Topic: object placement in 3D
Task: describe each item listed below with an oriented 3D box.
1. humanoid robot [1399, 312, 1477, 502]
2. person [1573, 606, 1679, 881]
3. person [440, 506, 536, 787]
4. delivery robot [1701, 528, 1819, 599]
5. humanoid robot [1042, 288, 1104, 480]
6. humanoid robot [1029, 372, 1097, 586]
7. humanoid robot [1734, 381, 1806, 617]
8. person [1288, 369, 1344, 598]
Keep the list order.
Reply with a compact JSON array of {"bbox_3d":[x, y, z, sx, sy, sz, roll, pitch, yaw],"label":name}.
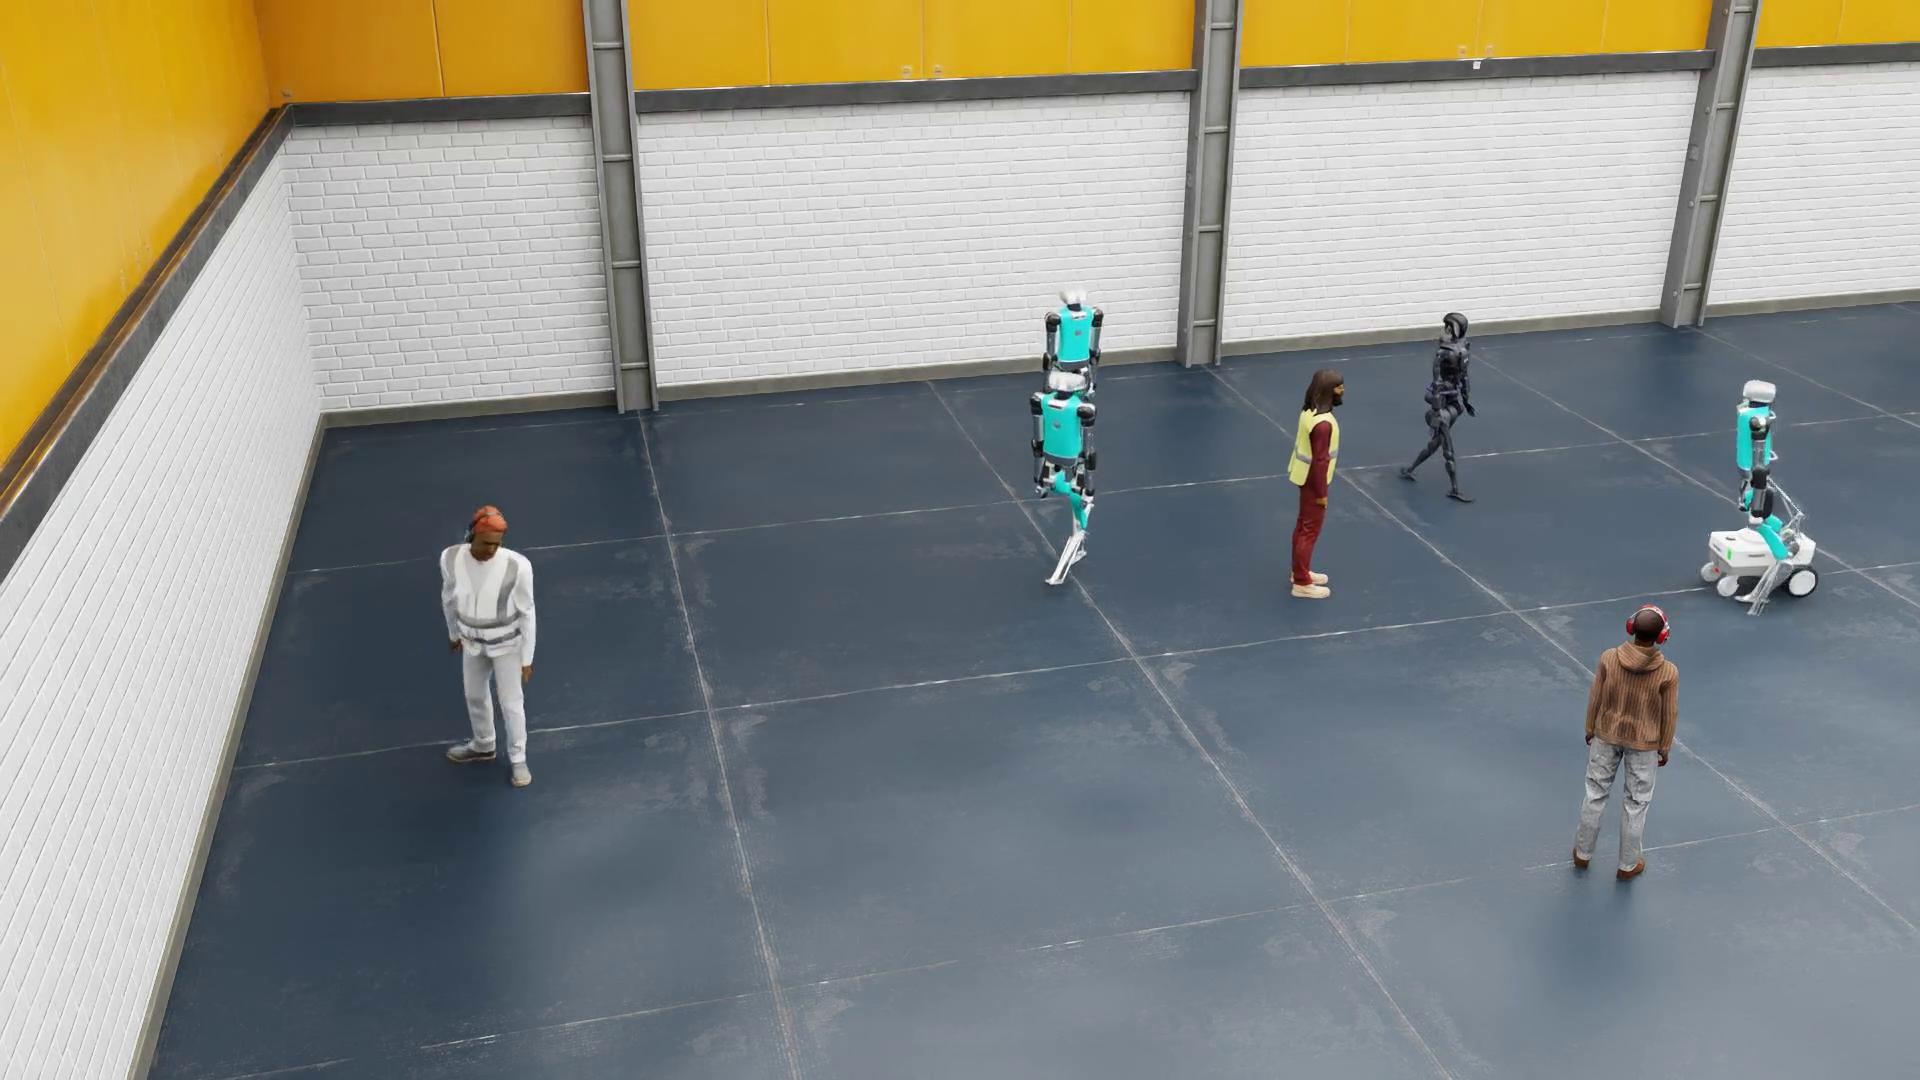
[{"bbox_3d":[4.213,-1.183,14.374,0.790,1.637,0.597,21,32,40],"label":"humanoid robot"},{"bbox_3d":[3.648,1.114,9.110,0.461,1.651,0.333,14,27,28],"label":"person"},{"bbox_3d":[-2.856,0.615,10.006,0.736,1.846,0.409,6,24,13],"label":"person"},{"bbox_3d":[6.107,0.125,12.713,0.767,0.587,0.499,-2,24,-4],"label":"delivery robot"},{"bbox_3d":[0.905,-1.408,14.752,0.532,1.780,0.874,-8,25,-18],"label":"humanoid robot"},{"bbox_3d":[0.871,-0.495,12.655,0.539,1.729,0.994,14,28,29],"label":"humanoid robot"},{"bbox_3d":[5.971,-0.274,12.166,0.775,1.776,0.536,6,24,12],"label":"humanoid robot"},{"bbox_3d":[2.654,-0.430,12.491,0.384,1.765,0.470,2,24,4],"label":"person"}]
